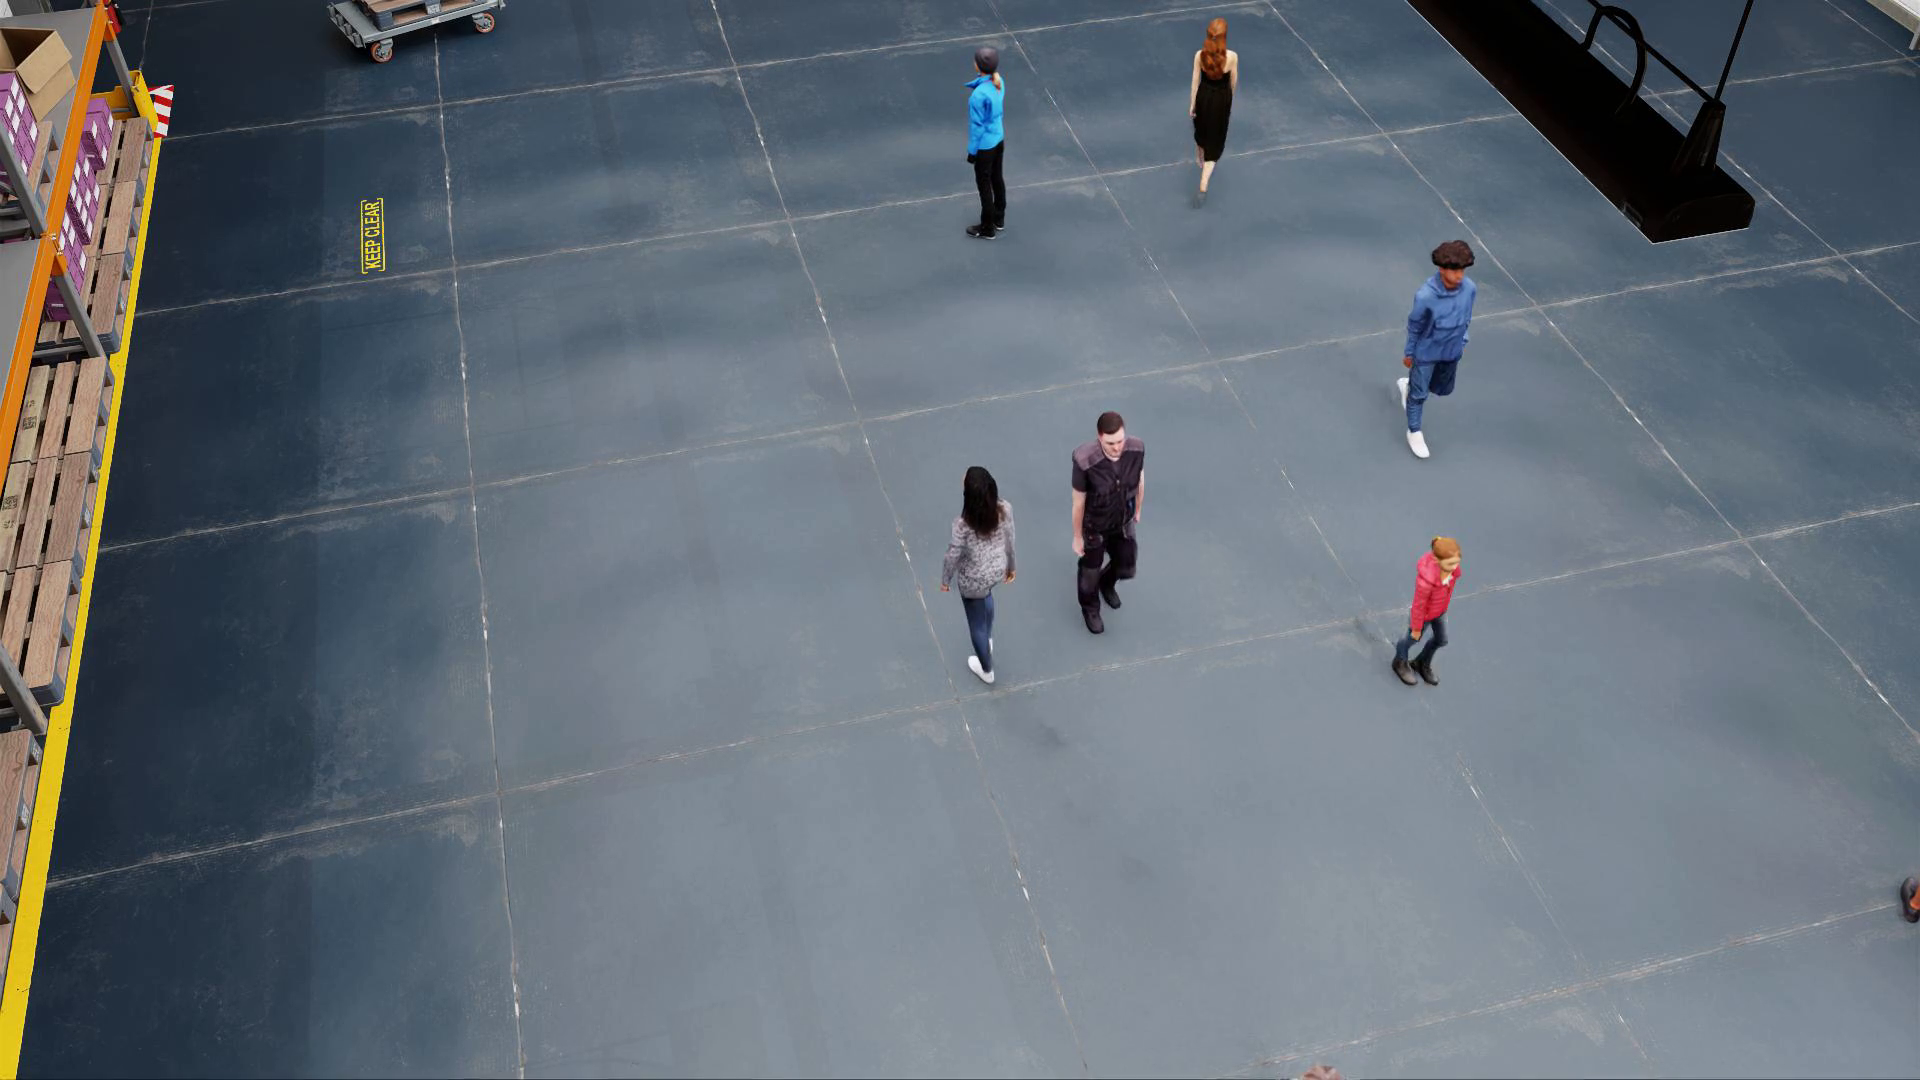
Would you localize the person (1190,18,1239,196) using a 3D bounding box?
[{"bbox_3d":[2.292,-3.907,15.115,0.903,1.592,1.109,12,45,12],"label":"person"}]

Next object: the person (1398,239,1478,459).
[{"bbox_3d":[3.517,-1.493,12.429,0.689,1.802,0.875,-12,45,-12],"label":"person"}]

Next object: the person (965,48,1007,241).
[{"bbox_3d":[0.245,-3.444,14.482,0.725,1.795,0.683,25,49,24],"label":"person"}]

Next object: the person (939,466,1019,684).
[{"bbox_3d":[0.178,0.279,10.631,0.738,1.716,0.774,-24,49,-23],"label":"person"}]

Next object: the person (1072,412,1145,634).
[{"bbox_3d":[0.912,-0.177,11.028,0.732,1.830,0.688,-16,46,-16],"label":"person"}]

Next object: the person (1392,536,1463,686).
[{"bbox_3d":[2.985,0.421,10.779,0.604,1.306,0.621,-24,49,-23],"label":"person"}]
